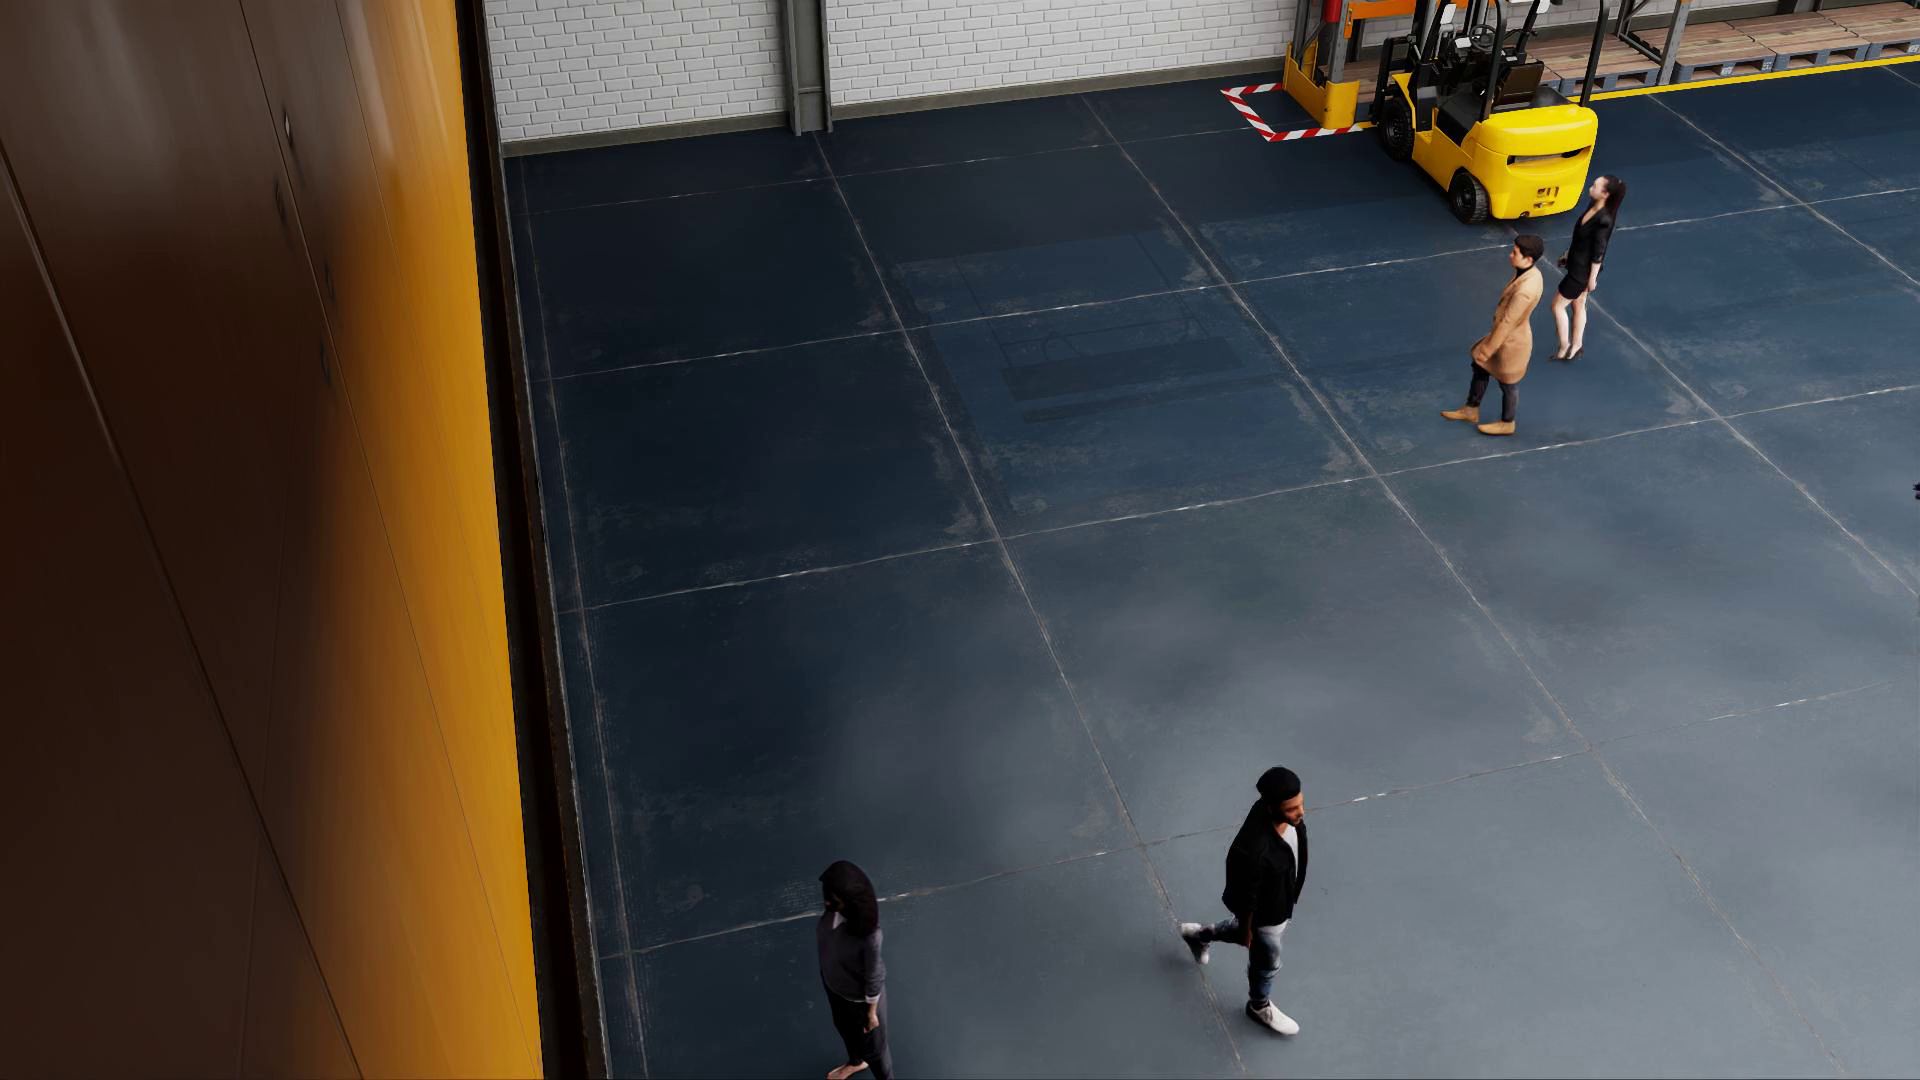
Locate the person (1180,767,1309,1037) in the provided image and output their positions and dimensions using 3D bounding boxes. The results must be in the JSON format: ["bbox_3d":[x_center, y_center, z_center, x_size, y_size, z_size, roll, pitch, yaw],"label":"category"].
[{"bbox_3d":[1.476,1.760,8.428,1.113,1.794,1.058,21,43,24],"label":"person"}]

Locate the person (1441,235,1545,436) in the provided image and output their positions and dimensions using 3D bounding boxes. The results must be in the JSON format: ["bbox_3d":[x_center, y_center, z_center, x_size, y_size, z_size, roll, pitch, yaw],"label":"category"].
[{"bbox_3d":[4.253,-1.513,12.595,0.916,1.709,0.817,6,39,7],"label":"person"}]

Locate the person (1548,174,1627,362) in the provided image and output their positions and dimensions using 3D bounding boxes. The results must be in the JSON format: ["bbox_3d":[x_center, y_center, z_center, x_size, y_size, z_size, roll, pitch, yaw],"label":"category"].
[{"bbox_3d":[5.114,-2.159,13.424,0.747,1.684,0.713,9,39,11],"label":"person"}]

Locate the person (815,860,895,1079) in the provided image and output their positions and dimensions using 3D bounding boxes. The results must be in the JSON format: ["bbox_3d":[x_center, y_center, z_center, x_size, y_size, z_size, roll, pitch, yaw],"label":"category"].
[{"bbox_3d":[-0.499,2.135,7.989,0.620,1.756,0.644,-23,44,-26],"label":"person"}]
